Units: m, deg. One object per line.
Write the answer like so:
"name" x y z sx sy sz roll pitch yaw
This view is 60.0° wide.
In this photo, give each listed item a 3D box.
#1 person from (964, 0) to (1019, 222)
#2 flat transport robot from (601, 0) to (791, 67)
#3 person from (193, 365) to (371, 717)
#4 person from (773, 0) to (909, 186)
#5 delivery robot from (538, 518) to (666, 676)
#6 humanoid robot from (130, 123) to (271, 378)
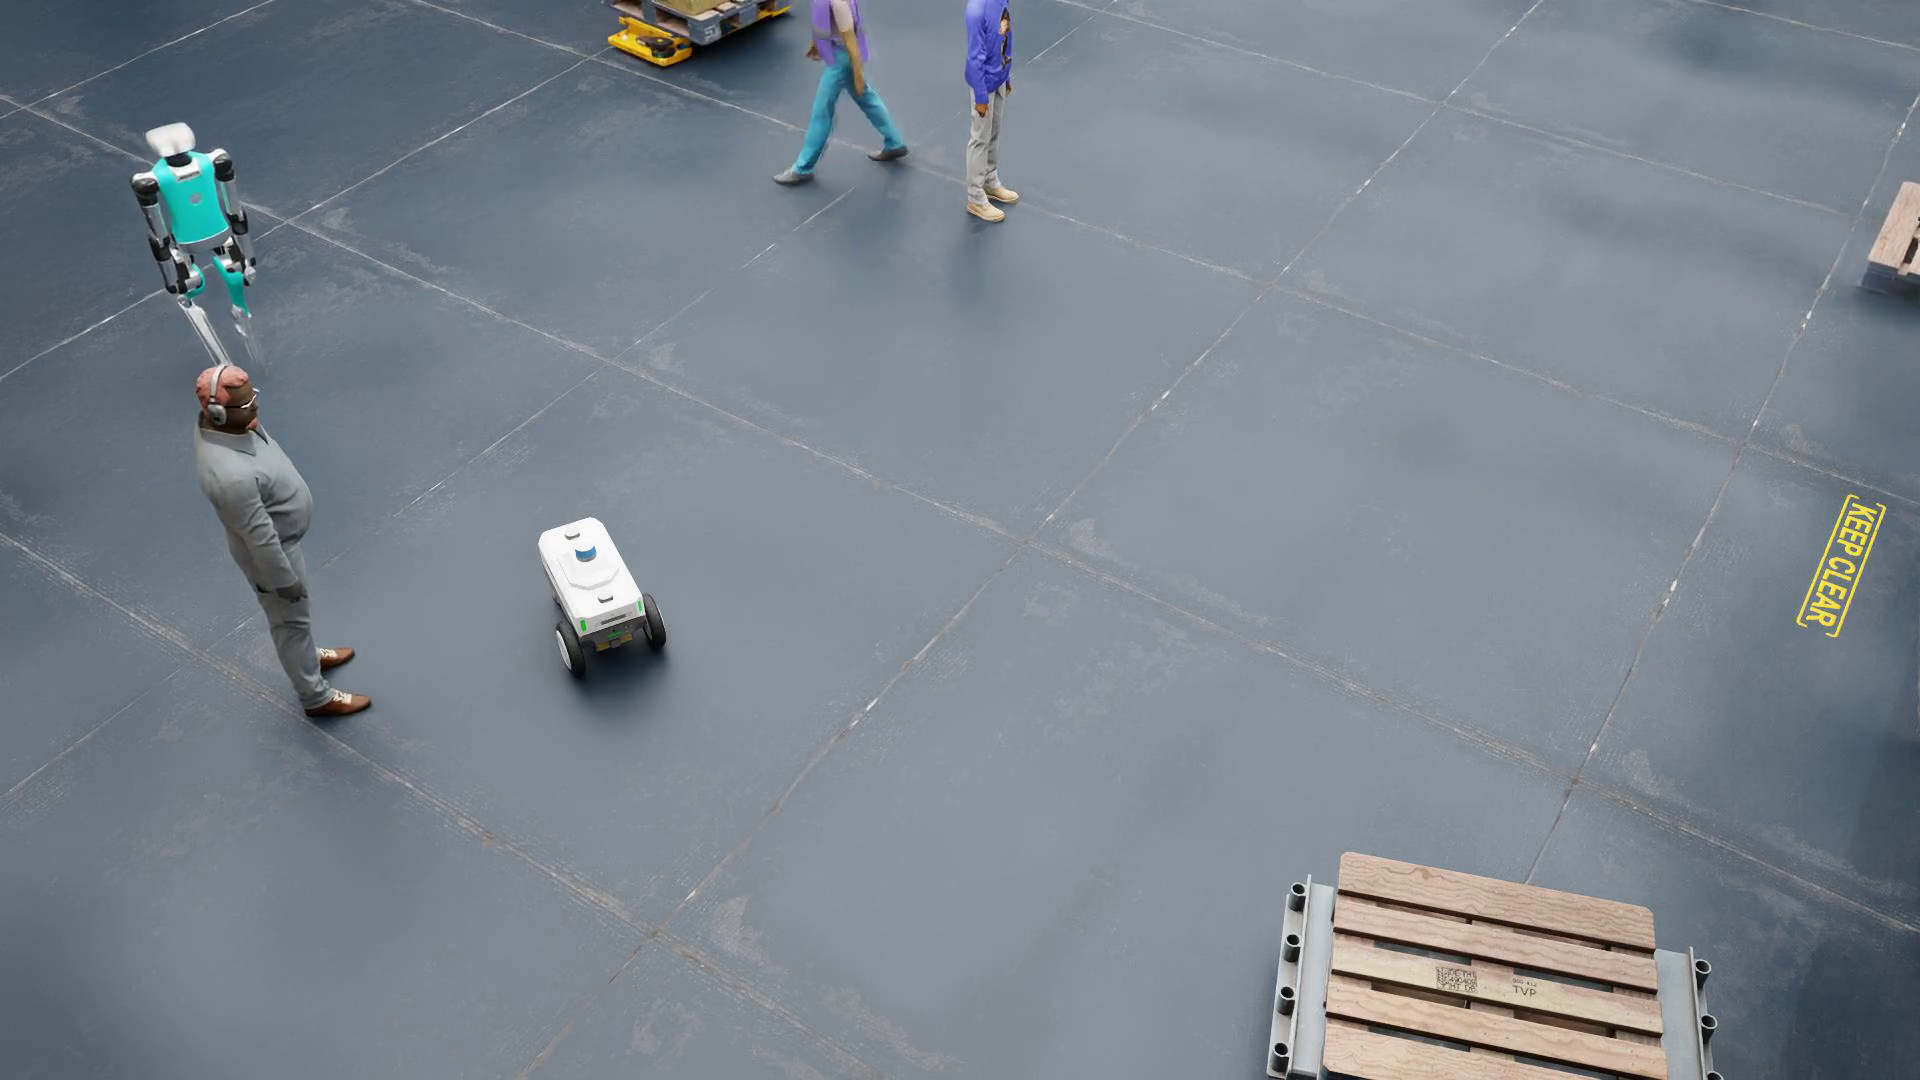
"person" 0.210 -3.019 10.957 0.341 1.873 0.461 17 44 18
"flat transport robot" -2.119 -4.261 13.548 0.659 0.231 1.431 29 49 28
"person" -3.099 0.008 7.547 0.405 1.904 0.638 -17 44 -18
"person" -0.822 -3.302 11.340 1.003 1.782 0.620 -8 42 -9
"delivery robot" -1.828 0.239 8.287 0.499 0.581 0.774 -19 45 -20
"humanoid robot" -4.337 -1.576 9.498 0.540 1.865 0.749 -30 50 -30
